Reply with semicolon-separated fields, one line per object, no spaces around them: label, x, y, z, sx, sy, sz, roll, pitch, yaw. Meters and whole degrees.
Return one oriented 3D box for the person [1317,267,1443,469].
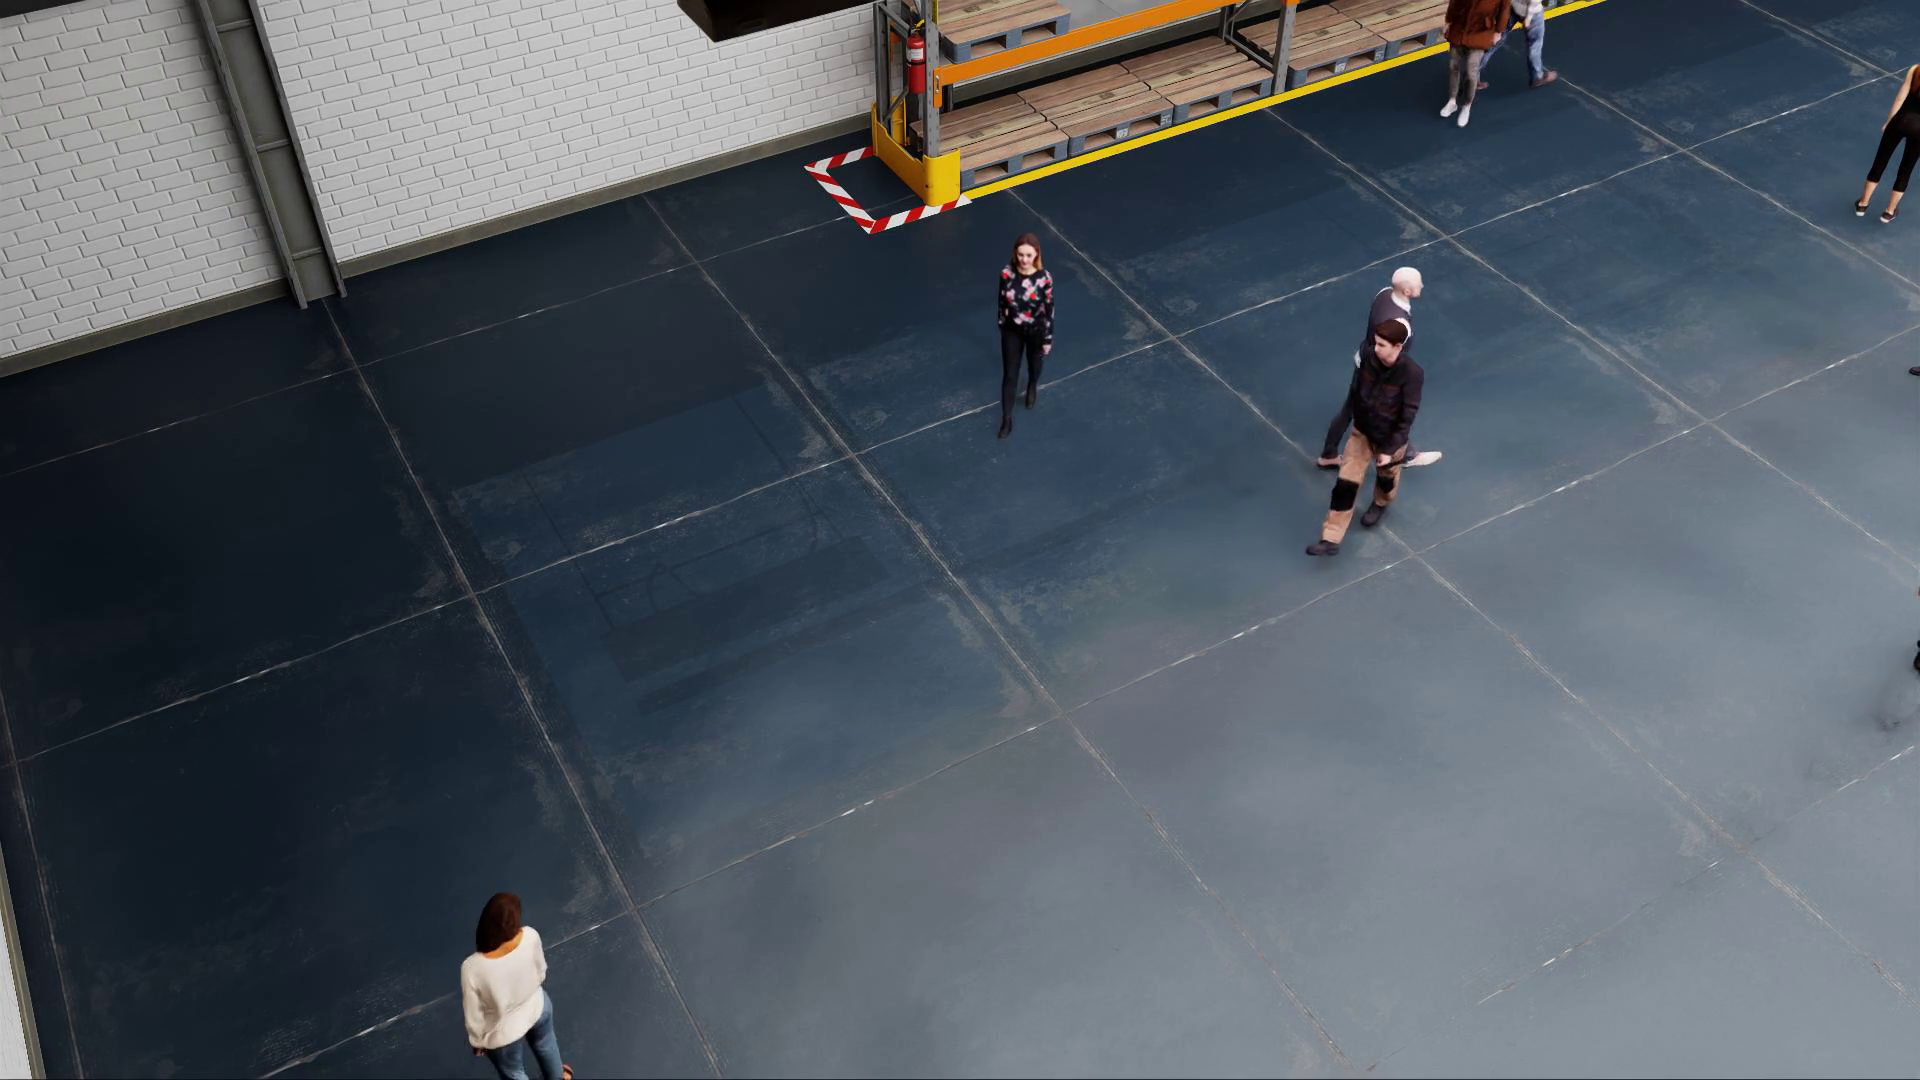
person;2.940;-1.193;12.027;1.247;1.784;1.009;-5;44;-5

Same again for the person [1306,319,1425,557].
person;2.959;-0.754;11.509;0.957;1.863;1.305;31;52;29

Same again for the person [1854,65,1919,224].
person;8.341;-3.622;14.620;0.652;1.725;0.657;24;48;23

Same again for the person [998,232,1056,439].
person;0.514;-1.643;12.601;1.028;1.644;1.038;7;44;7

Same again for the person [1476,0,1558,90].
person;5.397;-5.176;16.196;1.250;1.800;0.820;-13;45;-13

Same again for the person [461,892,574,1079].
person;-2.257;2.441;8.311;0.857;1.649;0.625;22;48;21

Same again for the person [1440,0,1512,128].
person;4.919;-4.892;15.884;0.810;1.819;0.822;28;50;26
